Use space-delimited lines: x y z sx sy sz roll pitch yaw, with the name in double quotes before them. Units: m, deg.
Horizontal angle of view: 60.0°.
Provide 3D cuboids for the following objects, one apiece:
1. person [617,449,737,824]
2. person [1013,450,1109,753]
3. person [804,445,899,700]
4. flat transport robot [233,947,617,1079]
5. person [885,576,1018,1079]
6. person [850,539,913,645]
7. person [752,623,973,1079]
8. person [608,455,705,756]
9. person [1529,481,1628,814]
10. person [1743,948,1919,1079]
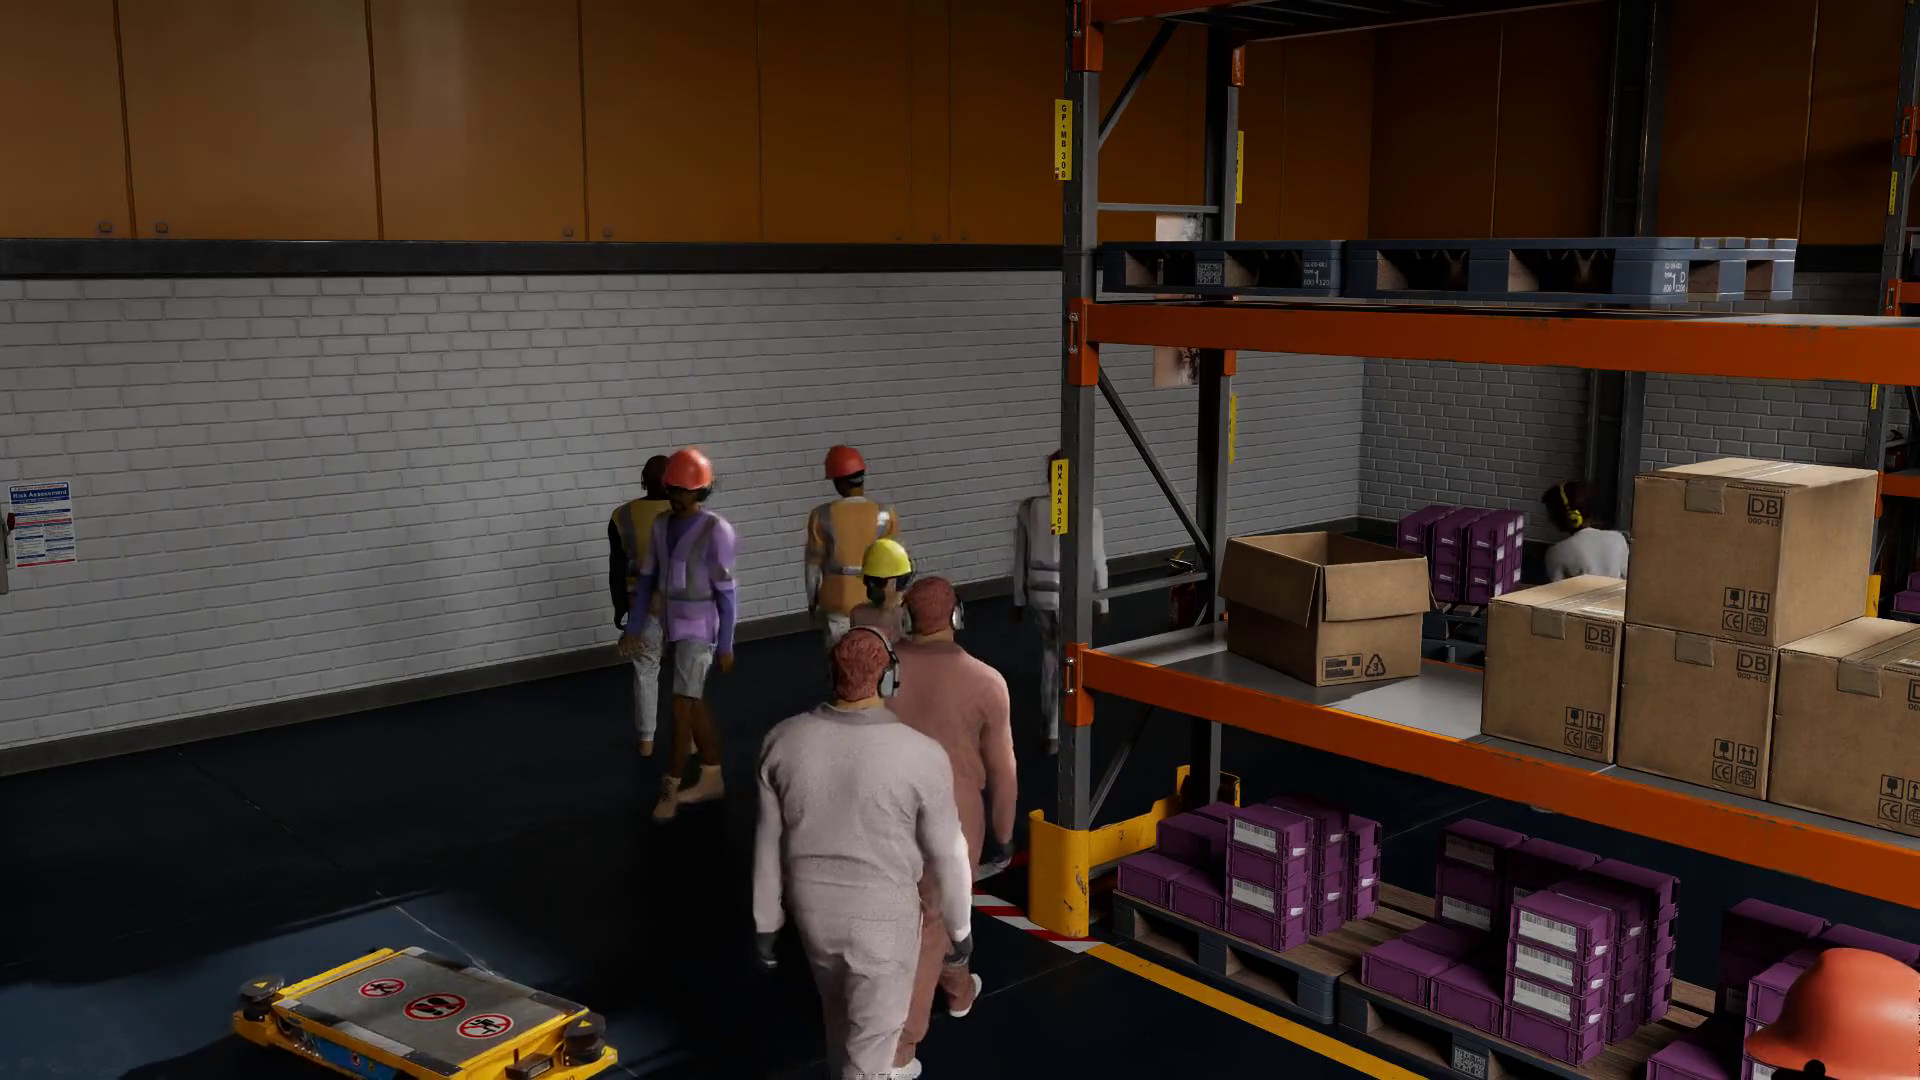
"person" -1.530 0.498 9.036 0.594 2.013 0.723 -9 13 -43
"person" 0.656 0.365 10.253 0.601 1.862 0.579 6 12 33
"person" -0.675 0.360 10.182 0.564 1.898 0.759 -2 10 -11
"flat transport robot" -2.043 1.837 6.296 1.431 0.197 0.652 7 12 34
"person" -0.122 1.060 6.273 0.660 1.846 0.990 5 11 26
"person" -0.349 0.864 7.642 0.545 1.750 0.445 7 12 37
"person" -0.271 1.186 5.386 0.682 1.876 0.796 4 10 21
"person" -1.802 0.399 10.130 0.634 1.840 0.429 -1 10 -5
"person" 3.471 0.588 9.080 0.673 1.831 0.341 -2 10 -12
"person" 1.439 1.608 2.767 0.358 1.937 0.549 2 10 11
